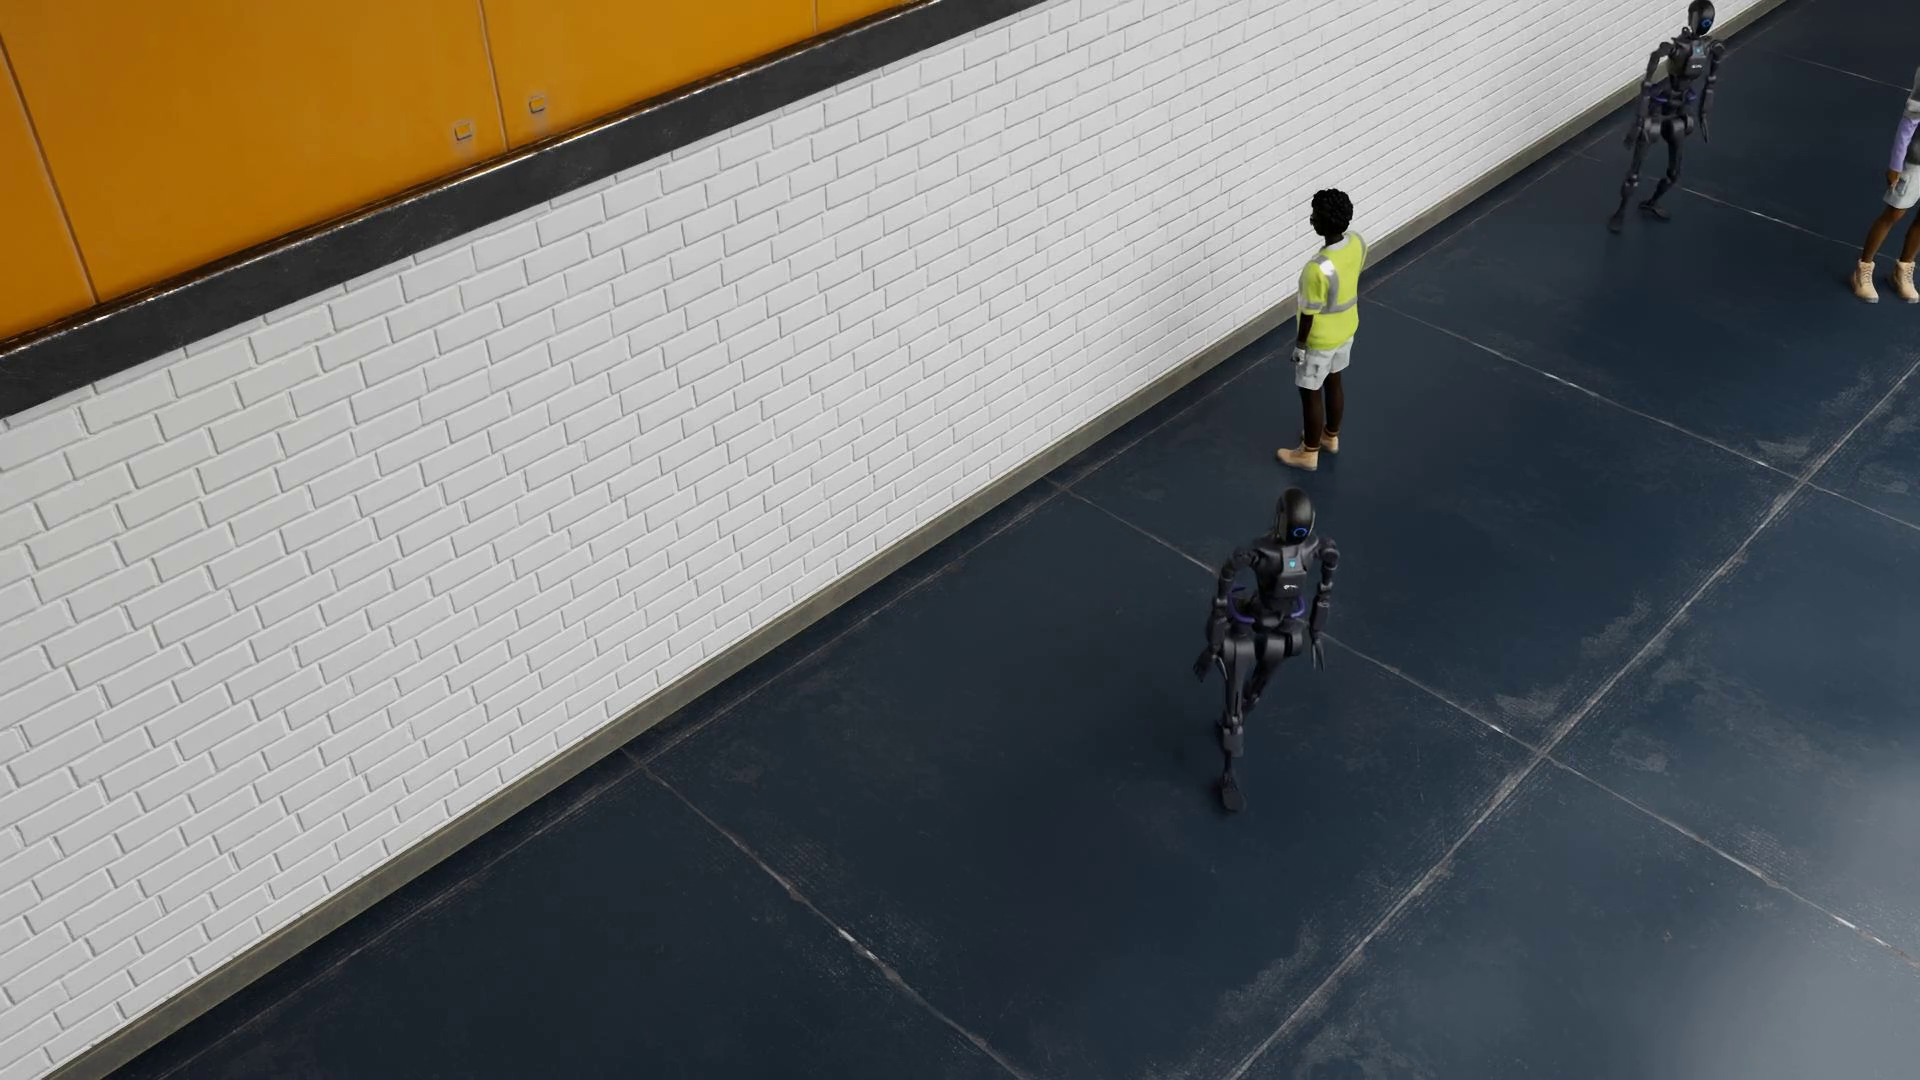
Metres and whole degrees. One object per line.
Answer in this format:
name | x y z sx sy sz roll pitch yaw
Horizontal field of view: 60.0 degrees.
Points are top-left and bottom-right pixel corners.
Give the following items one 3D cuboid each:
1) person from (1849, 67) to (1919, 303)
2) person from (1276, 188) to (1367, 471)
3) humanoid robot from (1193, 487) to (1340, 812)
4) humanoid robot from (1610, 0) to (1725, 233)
person | 6.206 -2.431 10.554 0.598 2.035 0.405 -3 39 -3
person | 2.012 -1.157 9.235 0.330 1.686 0.530 29 47 31
humanoid robot | 1.334 0.430 7.268 0.593 1.638 0.626 -8 39 -9
humanoid robot | 4.870 -2.930 11.452 0.601 1.644 0.384 -6 39 -8
